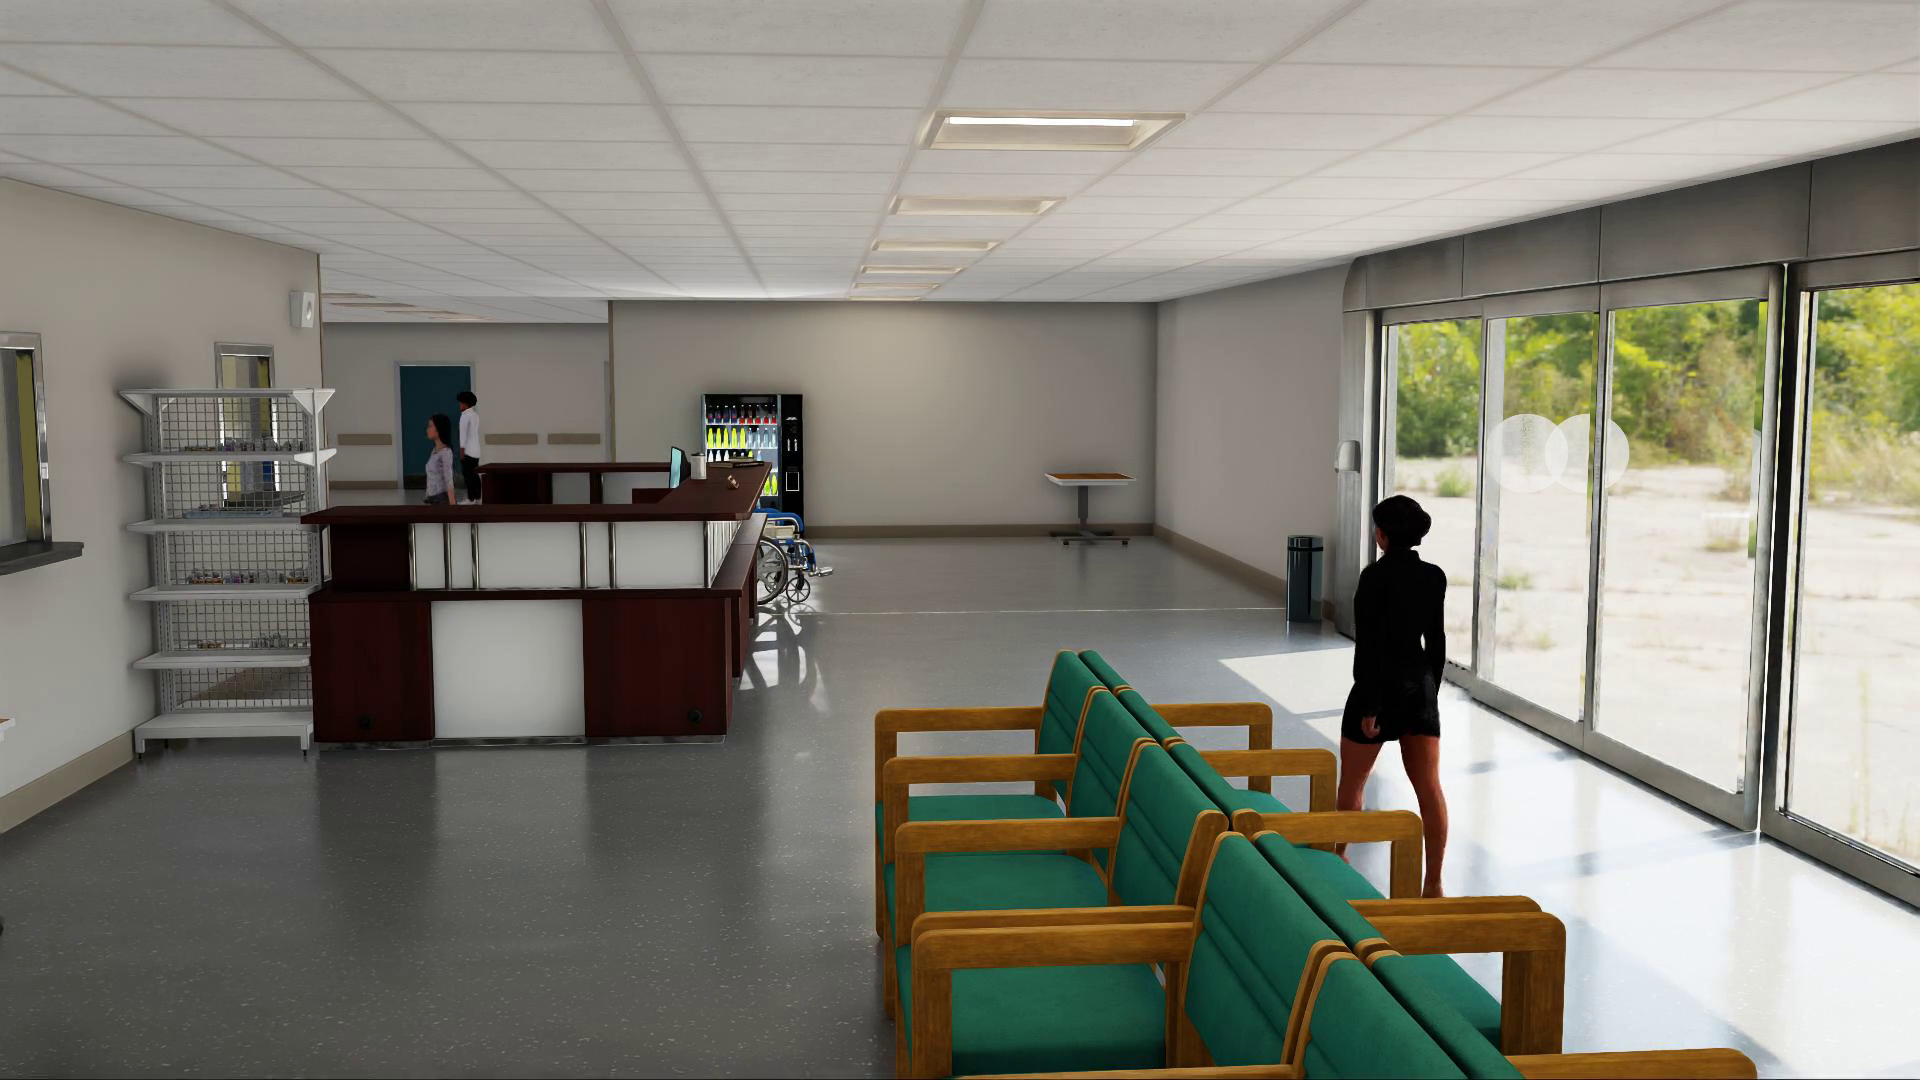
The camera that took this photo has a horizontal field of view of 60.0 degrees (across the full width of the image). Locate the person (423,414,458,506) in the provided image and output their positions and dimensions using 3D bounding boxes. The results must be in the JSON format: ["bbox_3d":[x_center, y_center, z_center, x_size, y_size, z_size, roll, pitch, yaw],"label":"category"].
[{"bbox_3d":[-4.563,-0.251,14.999,1.234,1.680,0.919,-3,6,-27],"label":"person"}]

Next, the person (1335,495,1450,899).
[{"bbox_3d":[1.689,0.664,6.240,0.918,1.611,0.792,-2,6,-20],"label":"person"}]

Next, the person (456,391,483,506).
[{"bbox_3d":[-7.717,-1.441,26.200,0.637,1.806,0.682,1,6,10],"label":"person"}]
